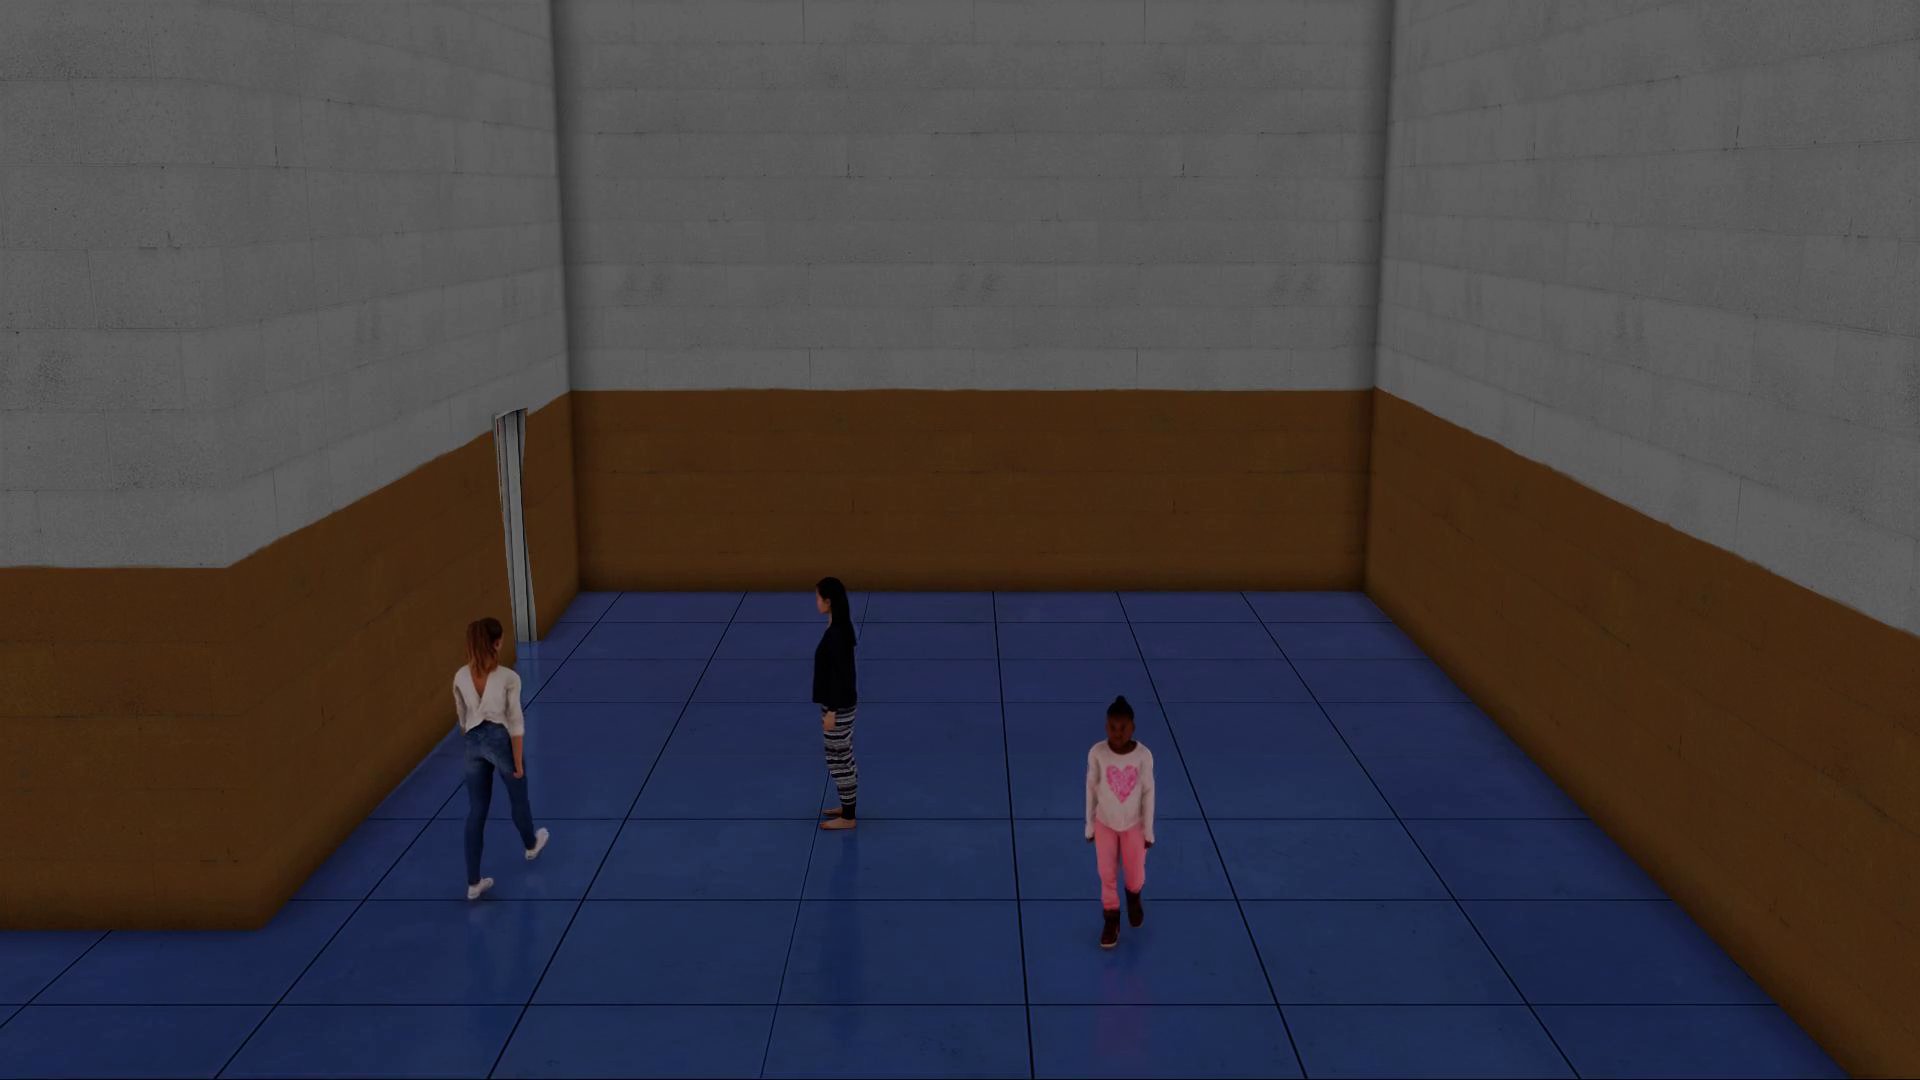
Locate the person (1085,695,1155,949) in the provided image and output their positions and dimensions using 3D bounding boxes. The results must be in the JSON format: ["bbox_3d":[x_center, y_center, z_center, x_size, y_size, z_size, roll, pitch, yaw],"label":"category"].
[{"bbox_3d":[0.929,1.588,9.555,0.691,1.439,0.703,3,12,13],"label":"person"}]

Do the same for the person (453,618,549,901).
[{"bbox_3d":[-2.888,1.355,10.109,1.091,1.669,0.833,2,12,11],"label":"person"}]

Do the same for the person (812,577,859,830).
[{"bbox_3d":[-0.820,1.091,11.211,0.513,1.731,0.612,1,12,3],"label":"person"}]
